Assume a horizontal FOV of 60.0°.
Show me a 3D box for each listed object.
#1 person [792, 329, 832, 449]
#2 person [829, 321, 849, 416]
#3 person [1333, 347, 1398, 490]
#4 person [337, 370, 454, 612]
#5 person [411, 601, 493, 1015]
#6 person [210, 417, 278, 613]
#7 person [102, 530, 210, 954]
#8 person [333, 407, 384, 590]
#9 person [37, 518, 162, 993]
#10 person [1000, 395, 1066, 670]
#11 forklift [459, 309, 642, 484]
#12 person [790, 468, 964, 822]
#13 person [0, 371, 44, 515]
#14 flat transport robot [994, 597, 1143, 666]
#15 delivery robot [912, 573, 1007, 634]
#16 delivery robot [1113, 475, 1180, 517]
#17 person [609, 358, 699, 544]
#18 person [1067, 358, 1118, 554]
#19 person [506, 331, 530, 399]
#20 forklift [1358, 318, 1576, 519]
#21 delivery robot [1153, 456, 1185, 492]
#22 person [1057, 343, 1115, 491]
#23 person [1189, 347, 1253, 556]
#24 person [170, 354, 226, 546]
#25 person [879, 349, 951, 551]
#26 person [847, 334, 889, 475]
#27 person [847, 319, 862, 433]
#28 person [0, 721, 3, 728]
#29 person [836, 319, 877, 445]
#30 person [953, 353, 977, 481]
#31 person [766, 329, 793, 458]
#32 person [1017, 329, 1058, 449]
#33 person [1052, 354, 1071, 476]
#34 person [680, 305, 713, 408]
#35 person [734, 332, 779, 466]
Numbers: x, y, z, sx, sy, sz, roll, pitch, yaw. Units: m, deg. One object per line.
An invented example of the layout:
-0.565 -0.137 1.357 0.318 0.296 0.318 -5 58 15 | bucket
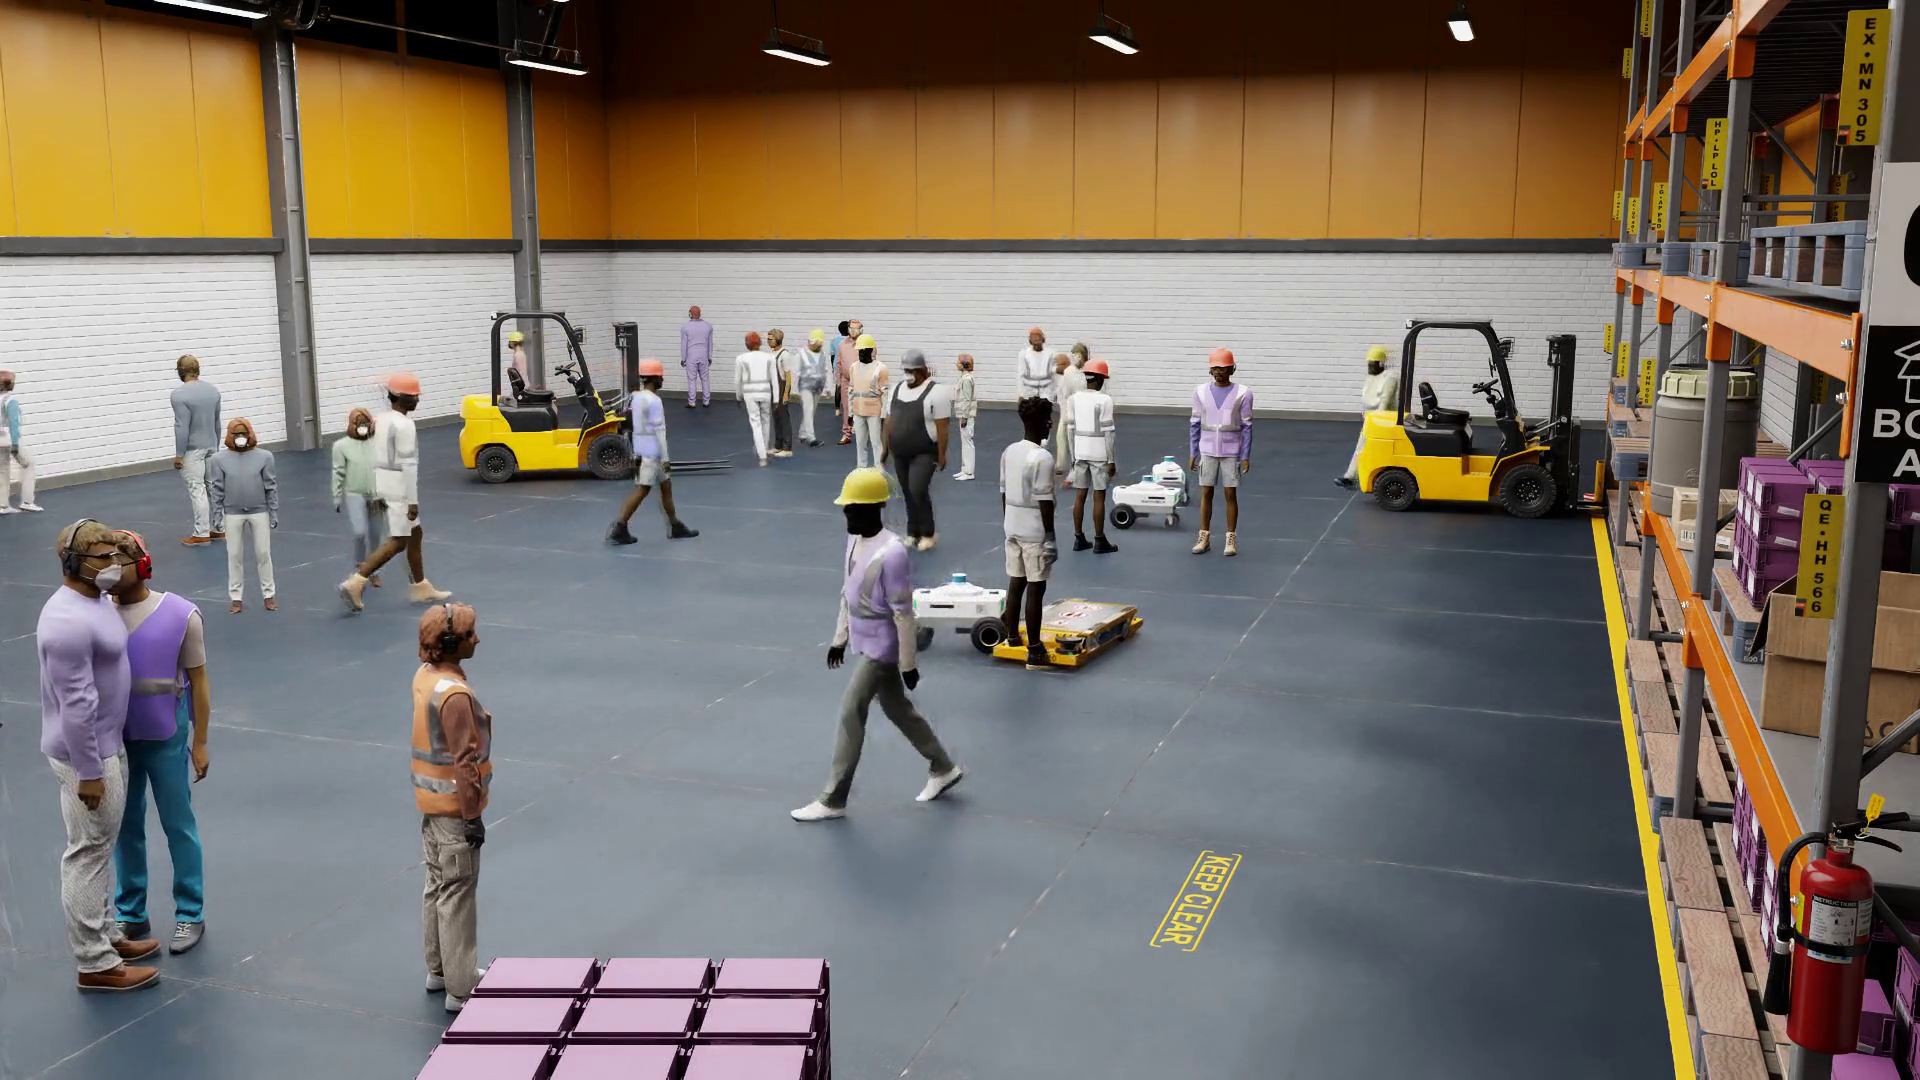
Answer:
-2.246 -2.276 25.029 0.609 1.783 0.785 -10 14 -44 | person
-2.049 -3.026 29.429 0.536 1.695 0.322 4 11 21 | person
5.090 -1.483 20.494 0.908 1.776 0.581 -5 11 -24 | person
-4.735 -0.400 13.788 0.953 2.011 0.633 -8 13 -37 | person
-2.009 1.055 6.608 0.308 1.639 0.524 -6 12 -32 | person
-5.902 -0.206 13.752 0.503 1.627 0.278 -4 11 -22 | person
-3.501 0.857 7.142 0.570 1.843 0.373 0 10 2 | person
-5.225 -0.364 14.657 0.520 1.612 0.489 -7 12 -33 | person
-3.541 0.871 6.810 0.375 1.936 0.628 -4 11 -21 | person
0.511 -0.058 11.952 0.374 1.966 0.608 -5 11 -27 | person
-5.354 -1.902 21.697 2.313 2.155 1.214 -2 10 -13 | forklift
-0.410 0.539 8.859 0.984 1.886 0.586 -4 11 -19 | person
-10.676 -1.096 18.771 0.522 1.626 0.529 5 11 27 | person
0.845 0.674 12.604 0.652 0.197 1.431 5 11 25 | flat transport robot
-0.005 0.496 12.546 0.707 0.478 0.477 0 10 3 | delivery robot
2.009 -0.451 17.881 0.707 0.478 0.477 2 10 12 | delivery robot
-3.177 -0.910 16.965 0.982 1.892 0.554 -5 11 -28 | person
1.322 -0.832 16.421 0.542 1.929 0.373 9 13 41 | person
-6.761 -2.363 25.638 0.926 1.721 0.534 -1 10 -7 | person
5.787 -1.437 19.079 2.313 2.155 1.214 3 11 19 | forklift
2.448 -0.740 19.507 0.477 0.478 0.707 1 10 3 | delivery robot
1.619 -1.574 20.903 1.192 1.845 0.651 -10 14 -43 | person
2.540 -0.861 16.263 0.615 2.043 0.373 4 11 21 | person
-7.708 -0.907 16.820 0.353 1.936 0.635 3 10 14 | person
-0.474 -0.906 16.524 0.701 2.000 0.561 8 13 38 | person
-1.161 -1.600 20.751 0.594 1.926 0.366 6 12 31 | person
-1.678 -2.635 26.823 0.430 1.844 0.623 4 11 23 | person
-6.171 0.384 9.762 0.944 1.856 0.657 -8 13 -37 | person
-1.592 -2.389 25.237 0.643 1.913 0.411 3 11 17 | person
0.068 -1.591 21.501 0.309 1.645 0.514 -1 10 -4 | person
-2.591 -2.102 23.811 0.325 1.842 0.516 -6 12 -32 | person
1.136 -2.159 24.197 0.639 1.823 1.017 -1 10 -3 | person
1.396 -1.643 21.910 0.557 1.603 0.515 1 10 6 | person
-4.910 -3.403 30.954 0.643 1.913 0.410 -6 12 -32 | person
-2.824 -1.959 23.048 0.571 1.828 0.973 -4 11 -23 | person
